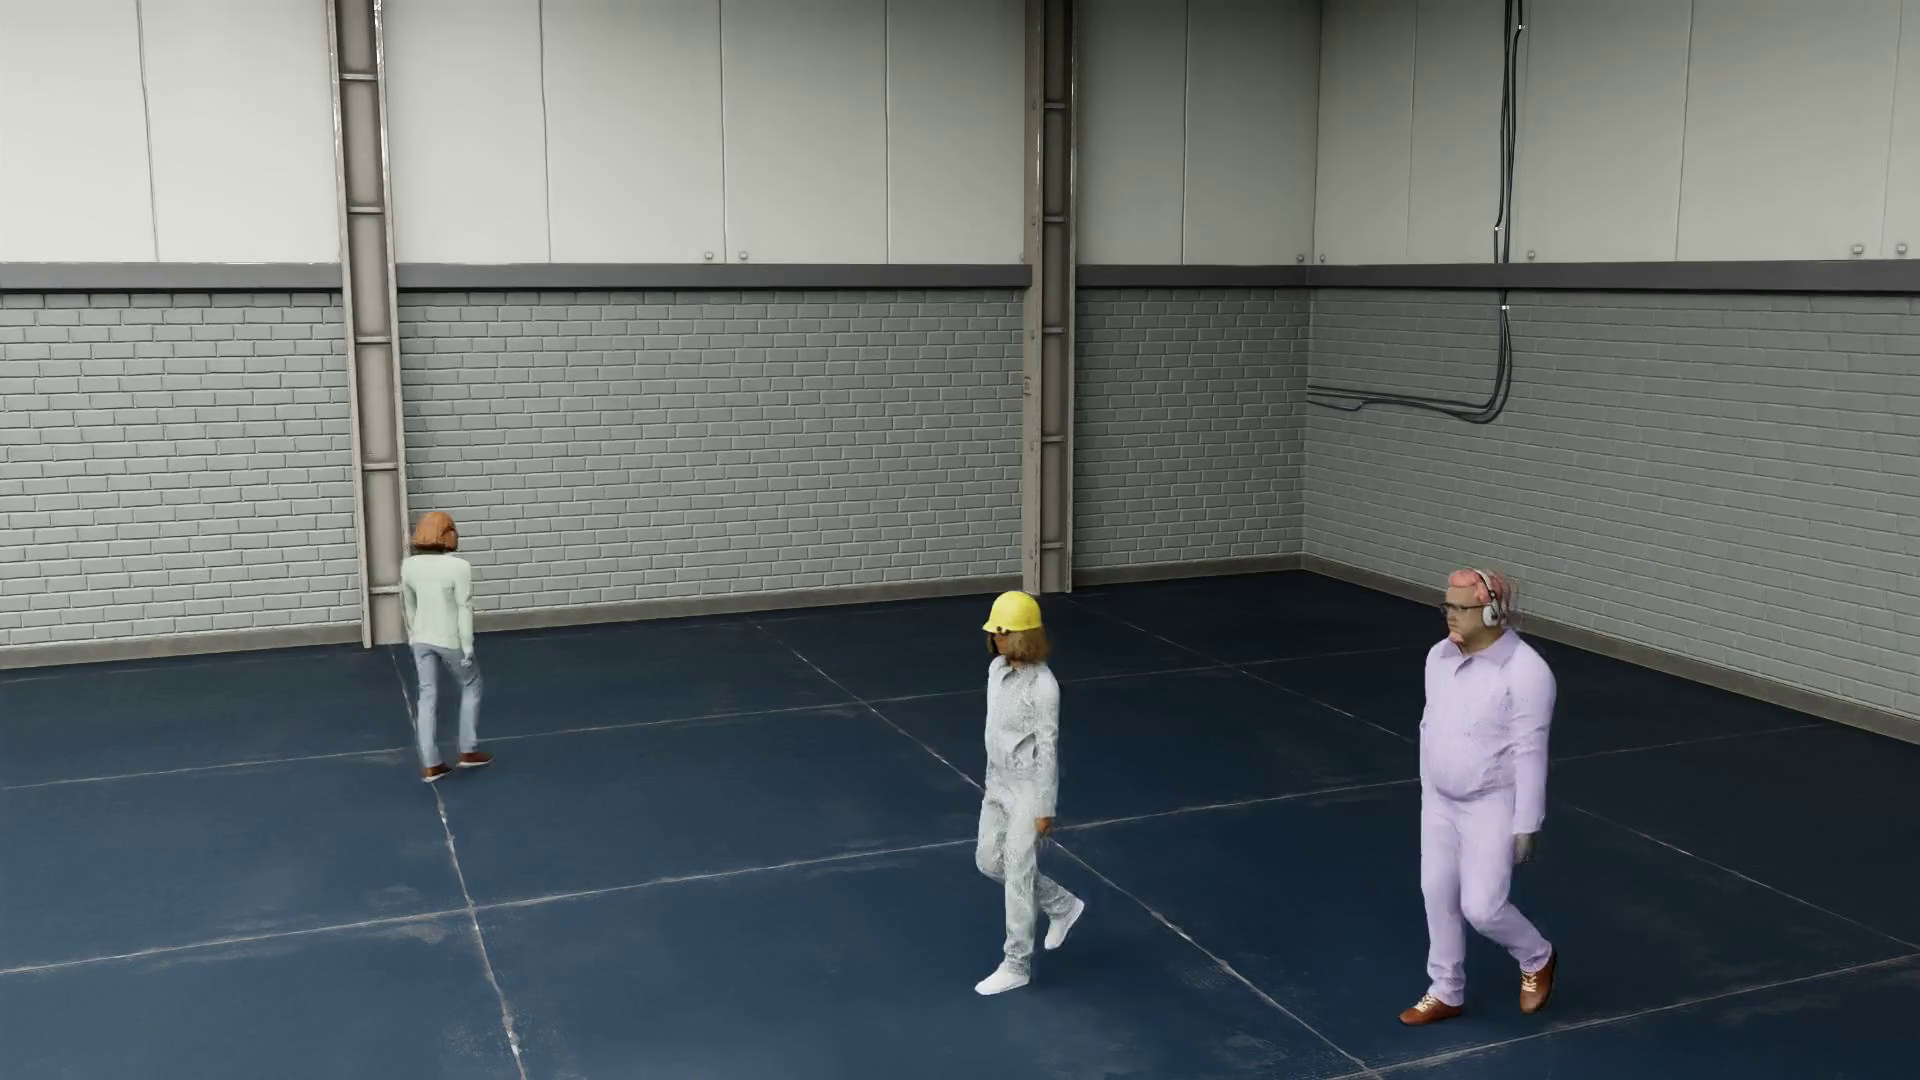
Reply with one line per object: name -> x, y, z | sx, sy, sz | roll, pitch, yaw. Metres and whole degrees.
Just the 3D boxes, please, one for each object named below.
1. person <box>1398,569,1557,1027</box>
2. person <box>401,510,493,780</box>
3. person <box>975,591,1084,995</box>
person -> 2.092, 1.040, 6.659 | 0.539, 1.887, 0.661 | -5, 10, -27
person -> -3.106, 0.620, 10.105 | 0.514, 1.612, 0.598 | 3, 9, 17
person -> 0.298, 1.052, 7.064 | 0.503, 1.726, 0.504 | -5, 10, -27
